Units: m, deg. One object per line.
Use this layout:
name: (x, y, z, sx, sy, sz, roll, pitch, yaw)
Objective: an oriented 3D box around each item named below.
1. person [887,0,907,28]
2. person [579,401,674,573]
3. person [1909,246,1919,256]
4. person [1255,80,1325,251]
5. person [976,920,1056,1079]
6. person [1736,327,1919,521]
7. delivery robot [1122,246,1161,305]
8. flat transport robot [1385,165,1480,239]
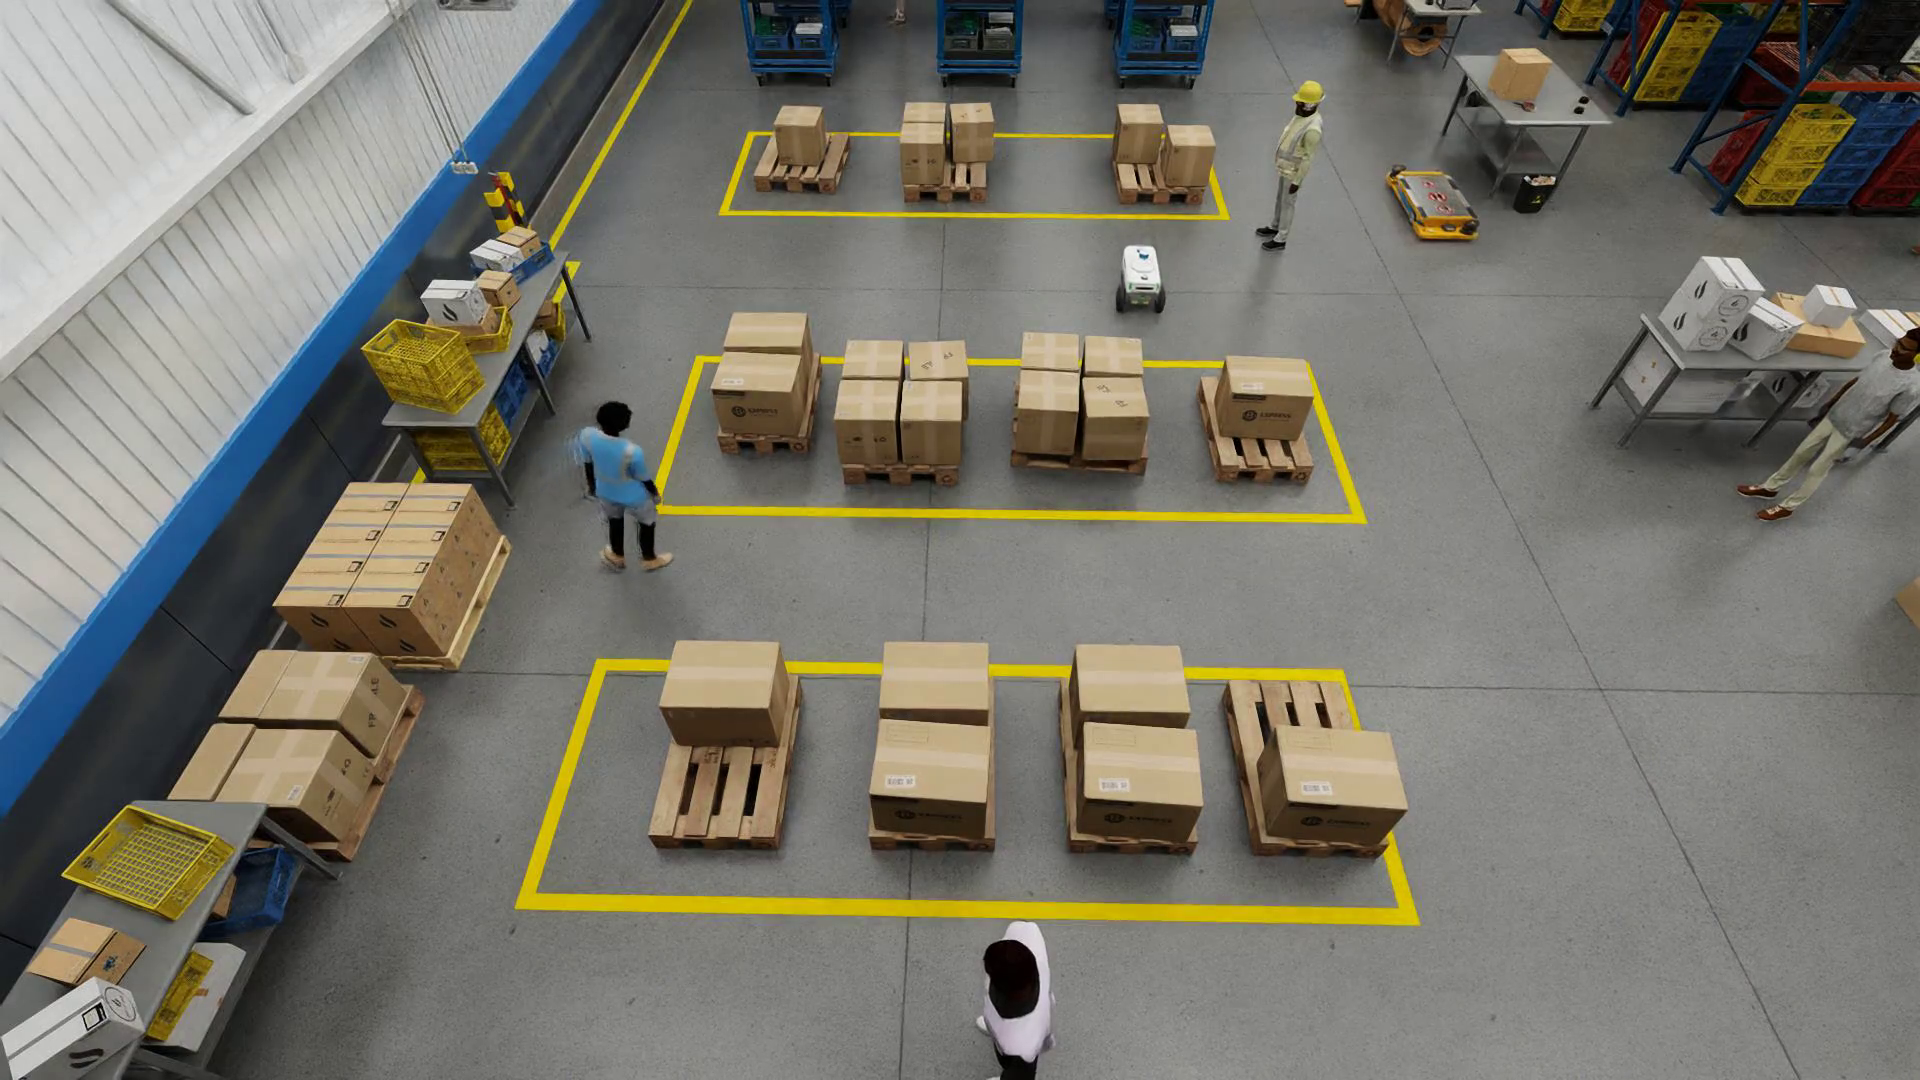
person: (-1.036, -9.109, 14.270, 0.393, 1.989, 0.616, 2, 49, 2)
person: (-2.582, -0.374, 6.925, 0.677, 1.658, 0.386, 14, 51, 12)
person: (11.083, -3.789, 9.701, 0.362, 1.936, 0.631, 2, 49, 2)
person: (3.620, -4.065, 10.009, 0.403, 1.828, 0.595, 2, 49, 2)
person: (0.271, 2.317, 4.429, 0.383, 1.916, 0.591, 2, 49, 2)
person: (6.958, -0.888, 7.234, 0.319, 1.870, 0.521, 2, 49, 2)
delivery robot: (1.925, -2.848, 9.734, 0.477, 0.478, 0.707, 2, 49, 2)
flat transport robot: (5.692, -4.094, 11.059, 0.652, 0.197, 1.431, 1, 49, 1)
